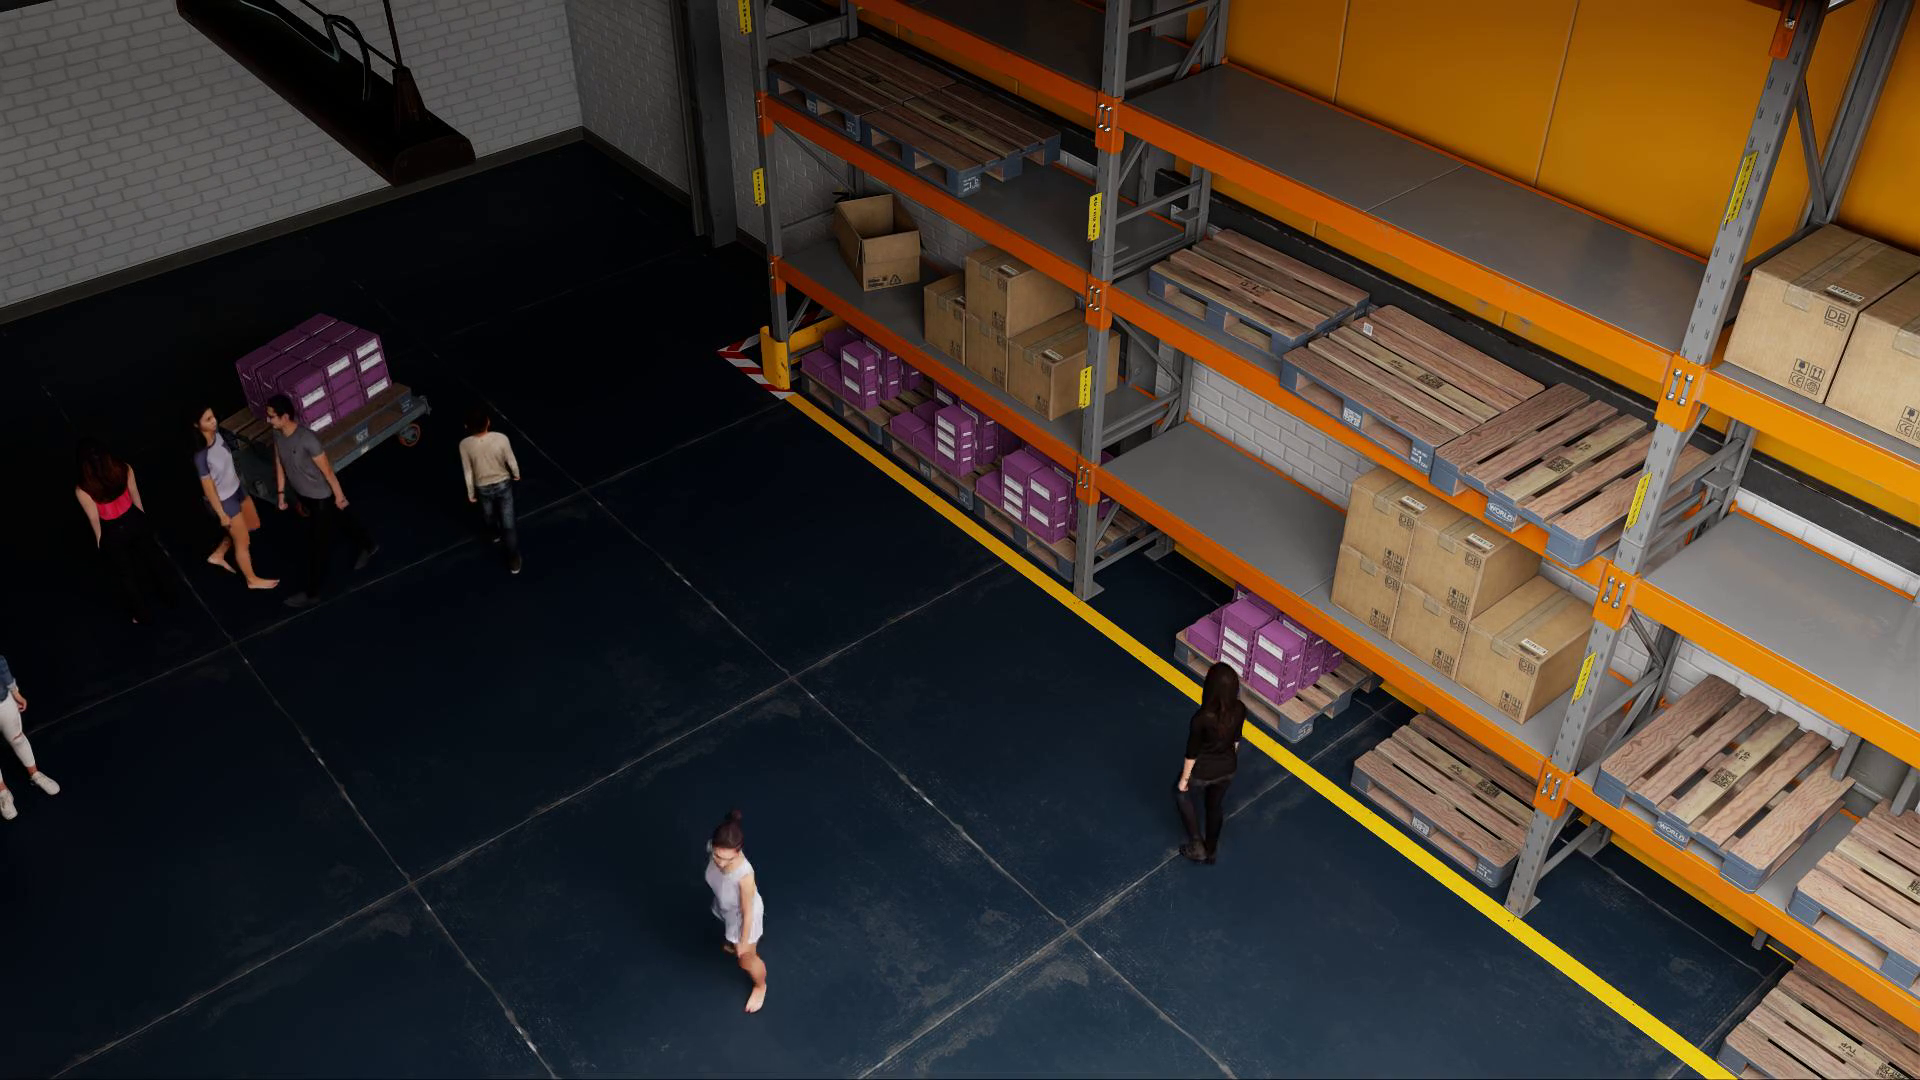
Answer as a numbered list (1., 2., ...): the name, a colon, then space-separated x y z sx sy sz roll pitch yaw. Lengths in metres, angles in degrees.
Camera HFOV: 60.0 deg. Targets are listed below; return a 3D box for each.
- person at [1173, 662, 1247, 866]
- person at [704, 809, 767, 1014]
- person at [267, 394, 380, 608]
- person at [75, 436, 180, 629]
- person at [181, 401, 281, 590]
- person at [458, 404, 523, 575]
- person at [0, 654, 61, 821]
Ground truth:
1. person: 1.591 1.470 10.329 0.664 1.628 0.659 -15 41 -18
2. person: -1.266 2.078 9.580 0.832 1.613 0.509 -15 41 -18
3. person: -4.819 -0.404 12.613 1.181 1.704 0.927 20 43 23
4. person: -6.162 -0.077 12.240 0.612 1.660 0.637 22 44 25
5. person: -5.598 -0.318 12.490 0.848 1.724 0.806 -4 39 -5
6. person: -3.576 -0.354 12.762 0.793 1.440 0.976 -8 39 -10
7. person: -6.324 1.067 10.775 0.557 1.700 0.647 29 47 31
